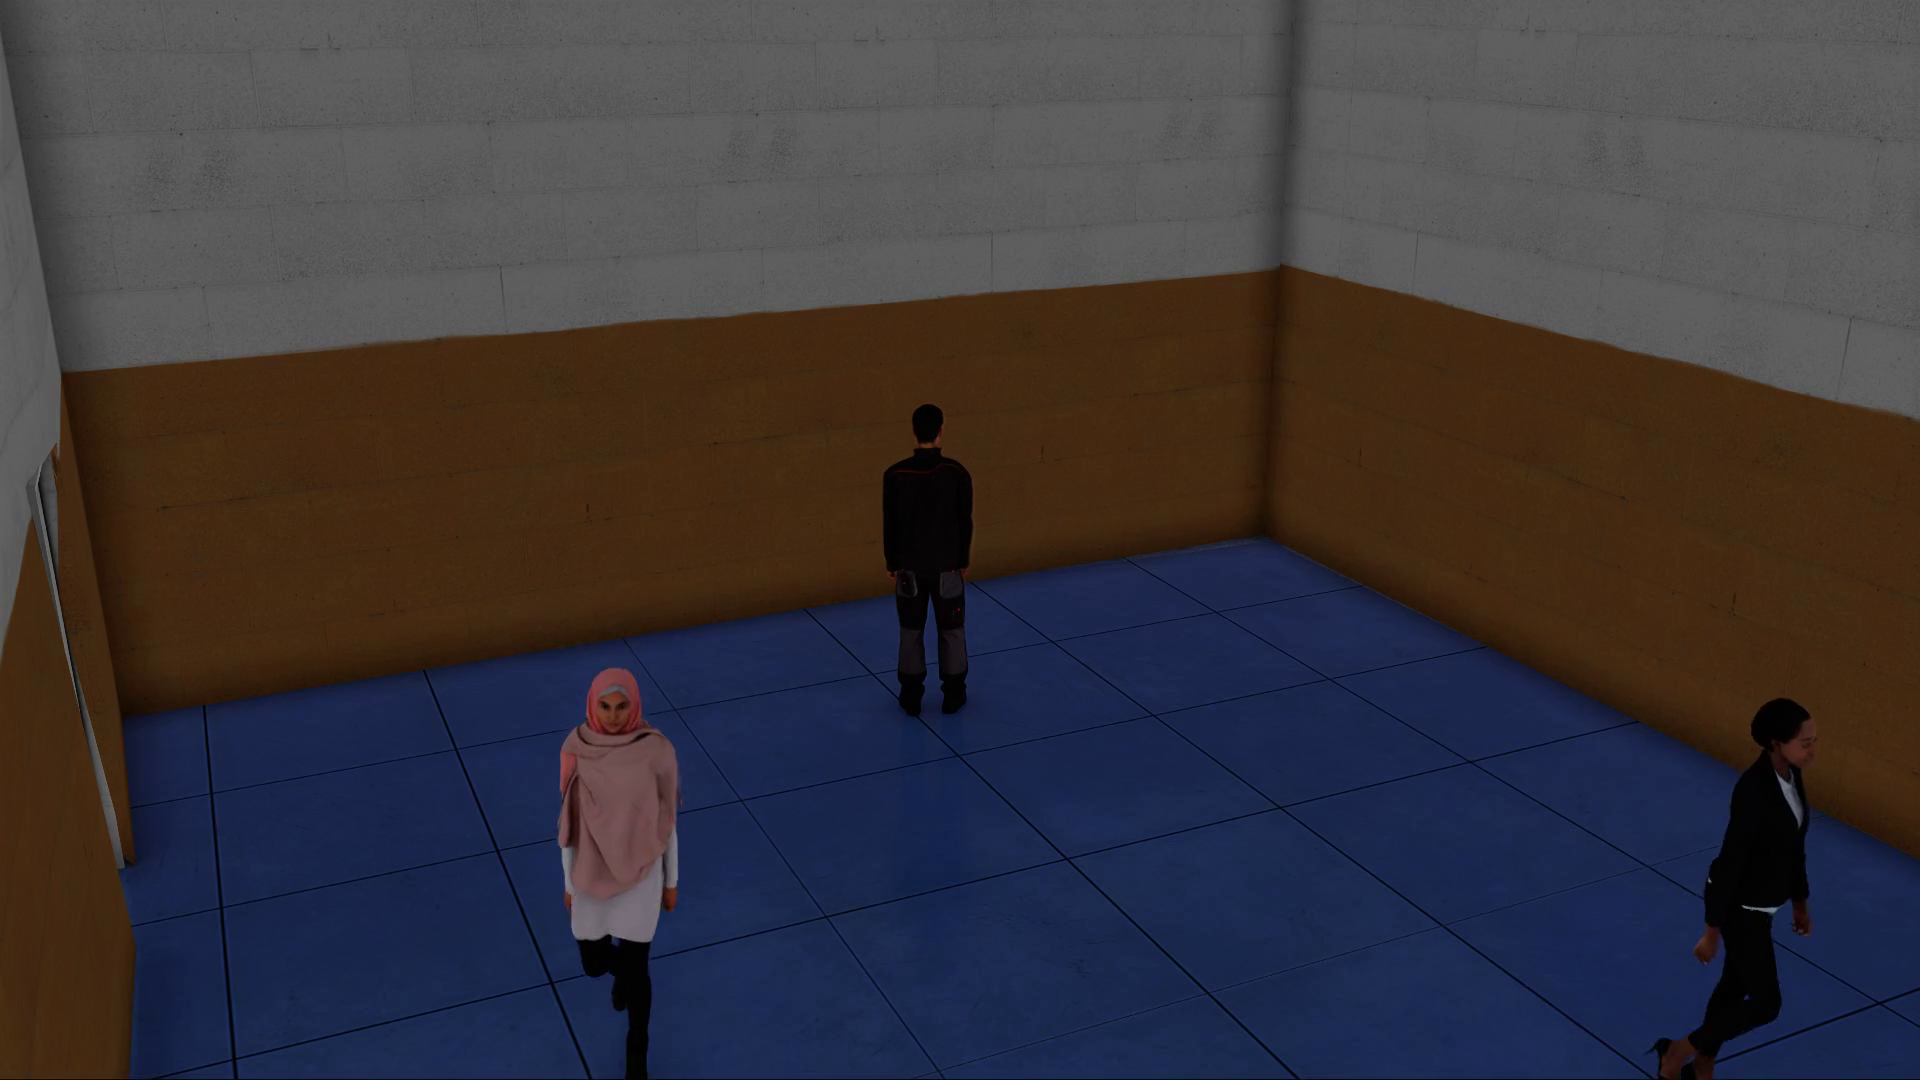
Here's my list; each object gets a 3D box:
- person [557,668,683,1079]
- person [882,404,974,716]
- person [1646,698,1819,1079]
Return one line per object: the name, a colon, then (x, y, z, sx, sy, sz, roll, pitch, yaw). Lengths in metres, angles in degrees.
person: (-1.379, 1.339, 6.752, 0.943, 1.788, 0.897, -1, 19, -3)
person: (-0.192, 0.121, 10.120, 0.691, 1.945, 0.841, 0, 19, -1)
person: (2.930, 1.427, 6.438, 0.828, 1.822, 0.762, 14, 23, 37)
